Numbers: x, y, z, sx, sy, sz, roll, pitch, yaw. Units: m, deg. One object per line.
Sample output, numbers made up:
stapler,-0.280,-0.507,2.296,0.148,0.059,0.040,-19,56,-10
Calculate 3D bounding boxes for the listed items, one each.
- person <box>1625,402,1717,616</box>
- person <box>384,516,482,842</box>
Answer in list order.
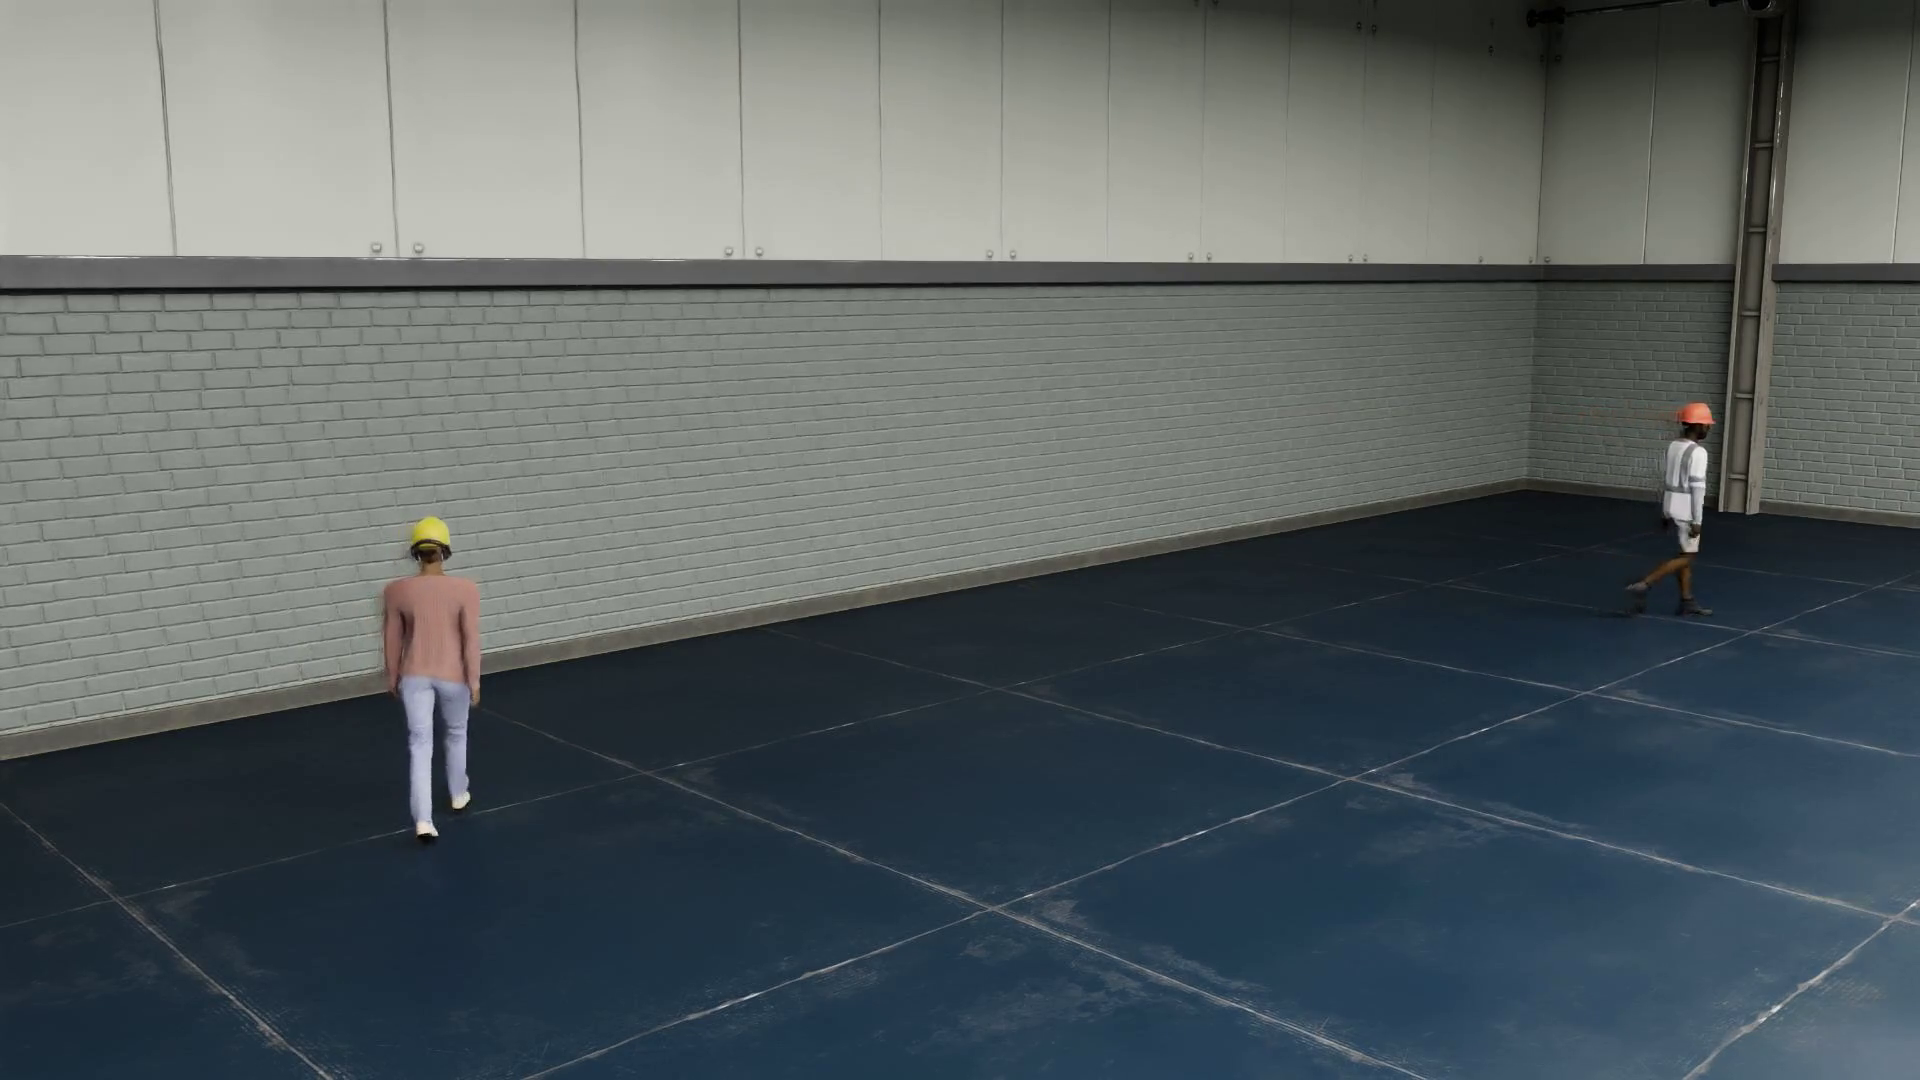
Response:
person,6.246,-0.248,14.529,0.770,1.916,0.550,-1,9,-4
person,-2.855,0.736,9.009,0.530,1.719,0.916,-1,9,-8
